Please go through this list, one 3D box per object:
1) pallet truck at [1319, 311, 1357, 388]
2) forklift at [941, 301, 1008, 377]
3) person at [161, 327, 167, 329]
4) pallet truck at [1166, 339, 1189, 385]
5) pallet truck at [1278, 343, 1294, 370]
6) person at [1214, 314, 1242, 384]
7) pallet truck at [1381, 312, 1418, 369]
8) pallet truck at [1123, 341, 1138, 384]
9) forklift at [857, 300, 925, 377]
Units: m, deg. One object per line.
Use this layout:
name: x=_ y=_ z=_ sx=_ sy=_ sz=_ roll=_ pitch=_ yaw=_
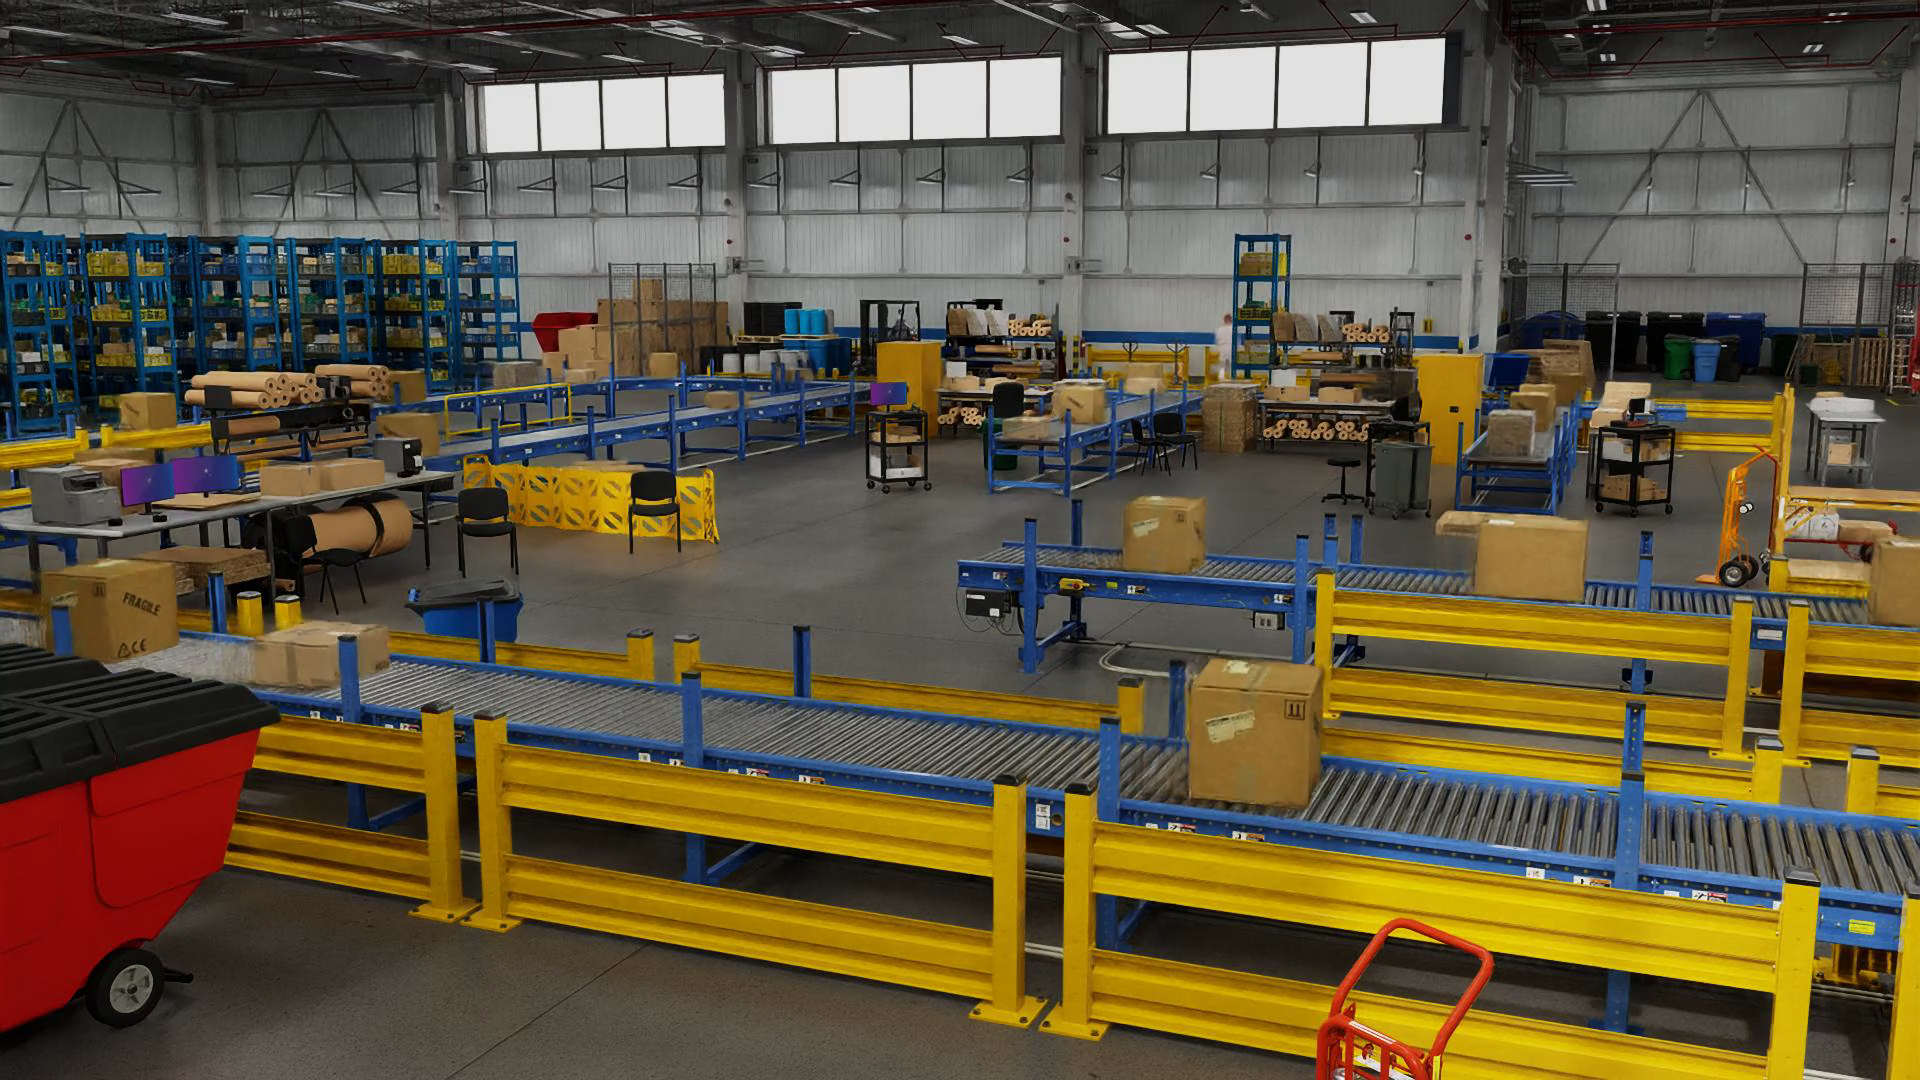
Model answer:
pallet truck: x=9.071 y=-4.419 z=39.190 sx=0.823 sy=1.965 sz=1.885 roll=5 pitch=10 yaw=26
forklift: x=0.365 y=-4.966 z=41.571 sx=1.157 sy=1.987 sz=2.680 roll=3 pitch=10 yaw=20
person: x=-17.723 y=-4.012 z=37.232 sx=0.567 sy=1.837 sz=0.386 roll=7 pitch=12 yaw=36
pallet truck: x=5.418 y=-4.269 z=40.420 sx=0.704 sy=1.261 sz=1.522 roll=3 pitch=10 yaw=20
pallet truck: x=7.886 y=-4.163 z=39.743 sx=0.653 sy=1.274 sz=1.630 roll=4 pitch=10 yaw=22
person: x=6.379 y=-4.427 z=39.606 sx=0.698 sy=1.871 sz=0.508 roll=4 pitch=10 yaw=21
pallet truck: x=10.207 y=-4.283 z=38.369 sx=0.823 sy=1.965 sz=1.885 roll=3 pitch=10 yaw=20
pallet truck: x=4.445 y=-4.380 z=41.279 sx=0.680 sy=1.201 sz=1.601 roll=4 pitch=10 yaw=22
forklift: x=-1.732 y=-5.109 z=42.468 sx=1.157 sy=1.987 sz=2.680 roll=4 pitch=10 yaw=22
